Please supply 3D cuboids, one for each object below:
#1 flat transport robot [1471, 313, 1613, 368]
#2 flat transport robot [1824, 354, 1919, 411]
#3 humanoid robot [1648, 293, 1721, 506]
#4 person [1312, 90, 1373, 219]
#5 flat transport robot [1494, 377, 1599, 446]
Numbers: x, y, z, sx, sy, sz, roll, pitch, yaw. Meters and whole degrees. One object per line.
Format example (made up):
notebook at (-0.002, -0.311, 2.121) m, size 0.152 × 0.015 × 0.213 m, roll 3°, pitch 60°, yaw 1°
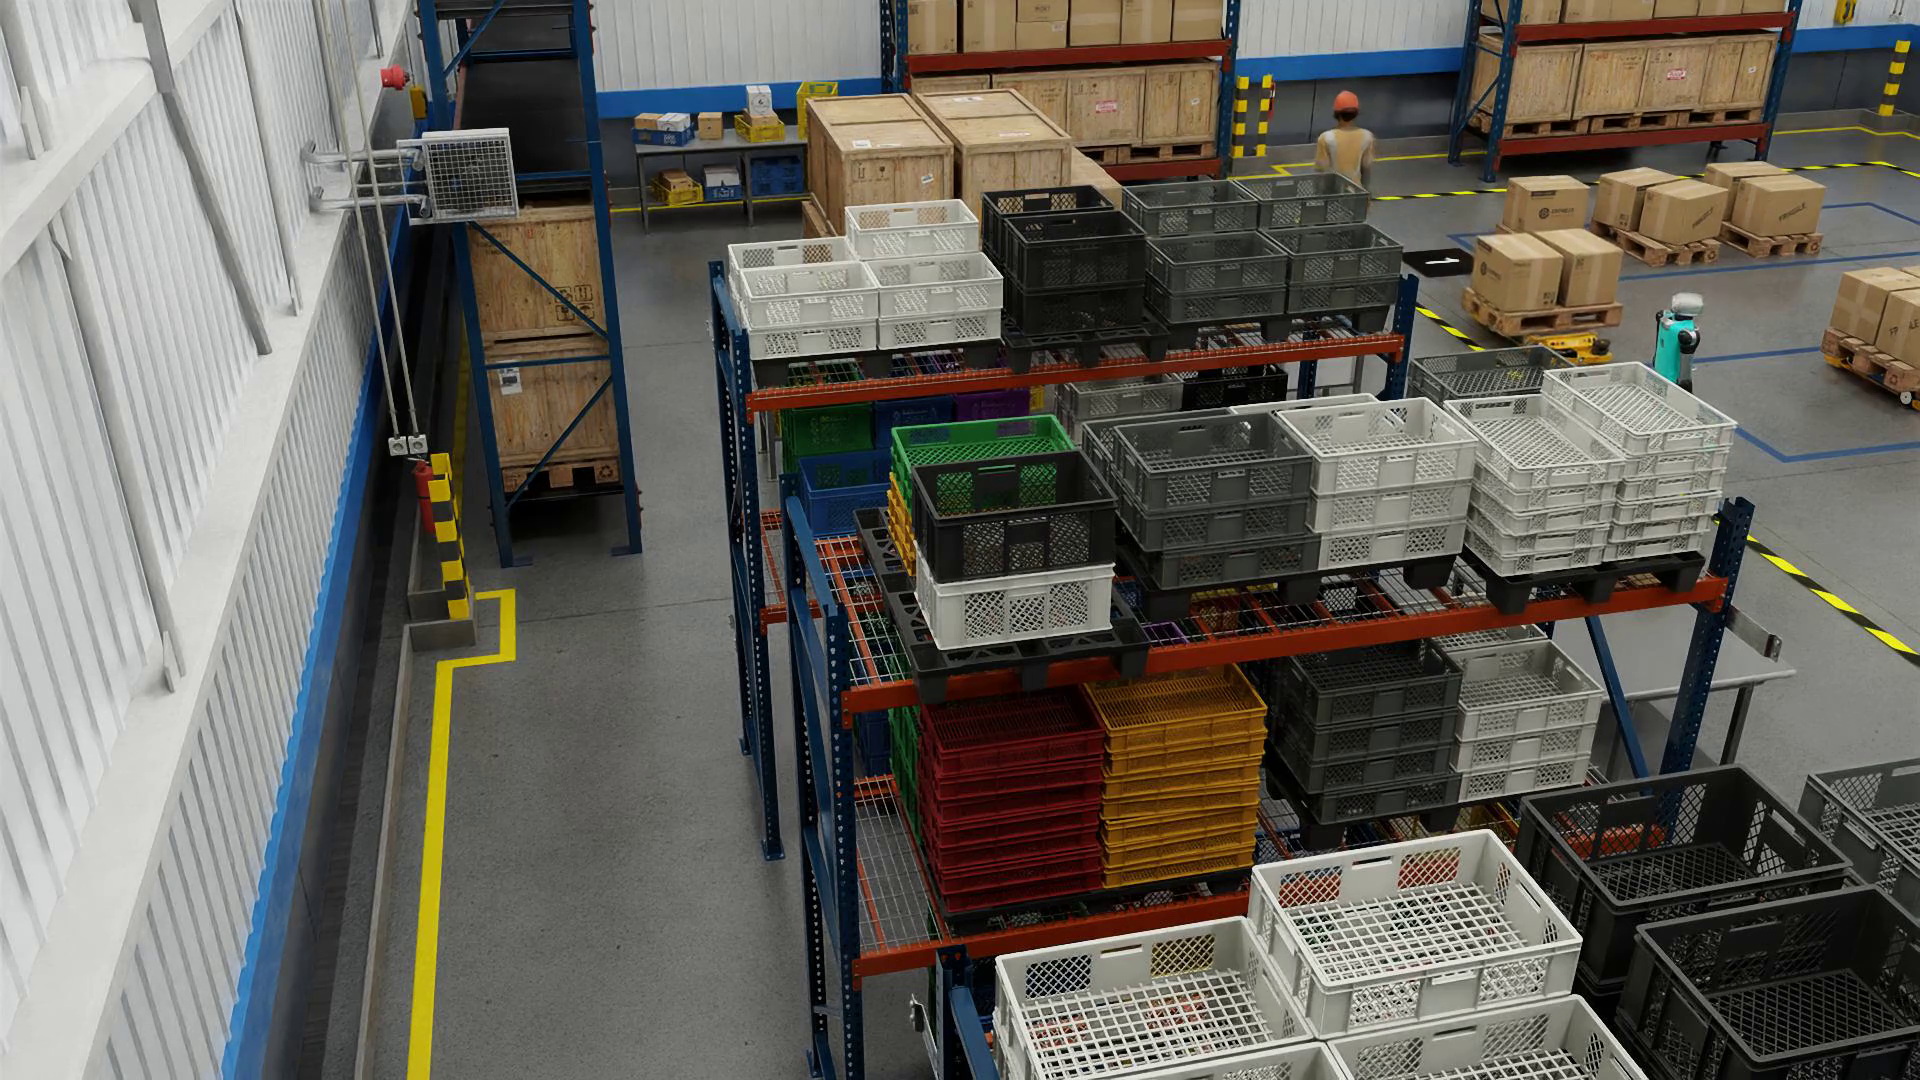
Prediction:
flat transport robot at (5.522, -2.006, 15.823) m, size 0.652 × 0.197 × 1.431 m, roll -6°, pitch 28°, yaw -12°
flat transport robot at (8.473, -1.467, 14.800) m, size 0.652 × 0.197 × 1.431 m, roll -6°, pitch 28°, yaw -12°
humanoid robot at (5.404, -1.004, 12.237) m, size 0.735 × 1.673 × 0.533 m, roll -1°, pitch 28°, yaw -2°
person at (3.863, -3.496, 16.816) m, size 0.612 × 2.020 × 0.776 m, roll -6°, pitch 28°, yaw -12°
flat transport robot at (4.780, -1.036, 14.013) m, size 0.659 × 0.231 × 1.431 m, roll -6°, pitch 28°, yaw -12°
